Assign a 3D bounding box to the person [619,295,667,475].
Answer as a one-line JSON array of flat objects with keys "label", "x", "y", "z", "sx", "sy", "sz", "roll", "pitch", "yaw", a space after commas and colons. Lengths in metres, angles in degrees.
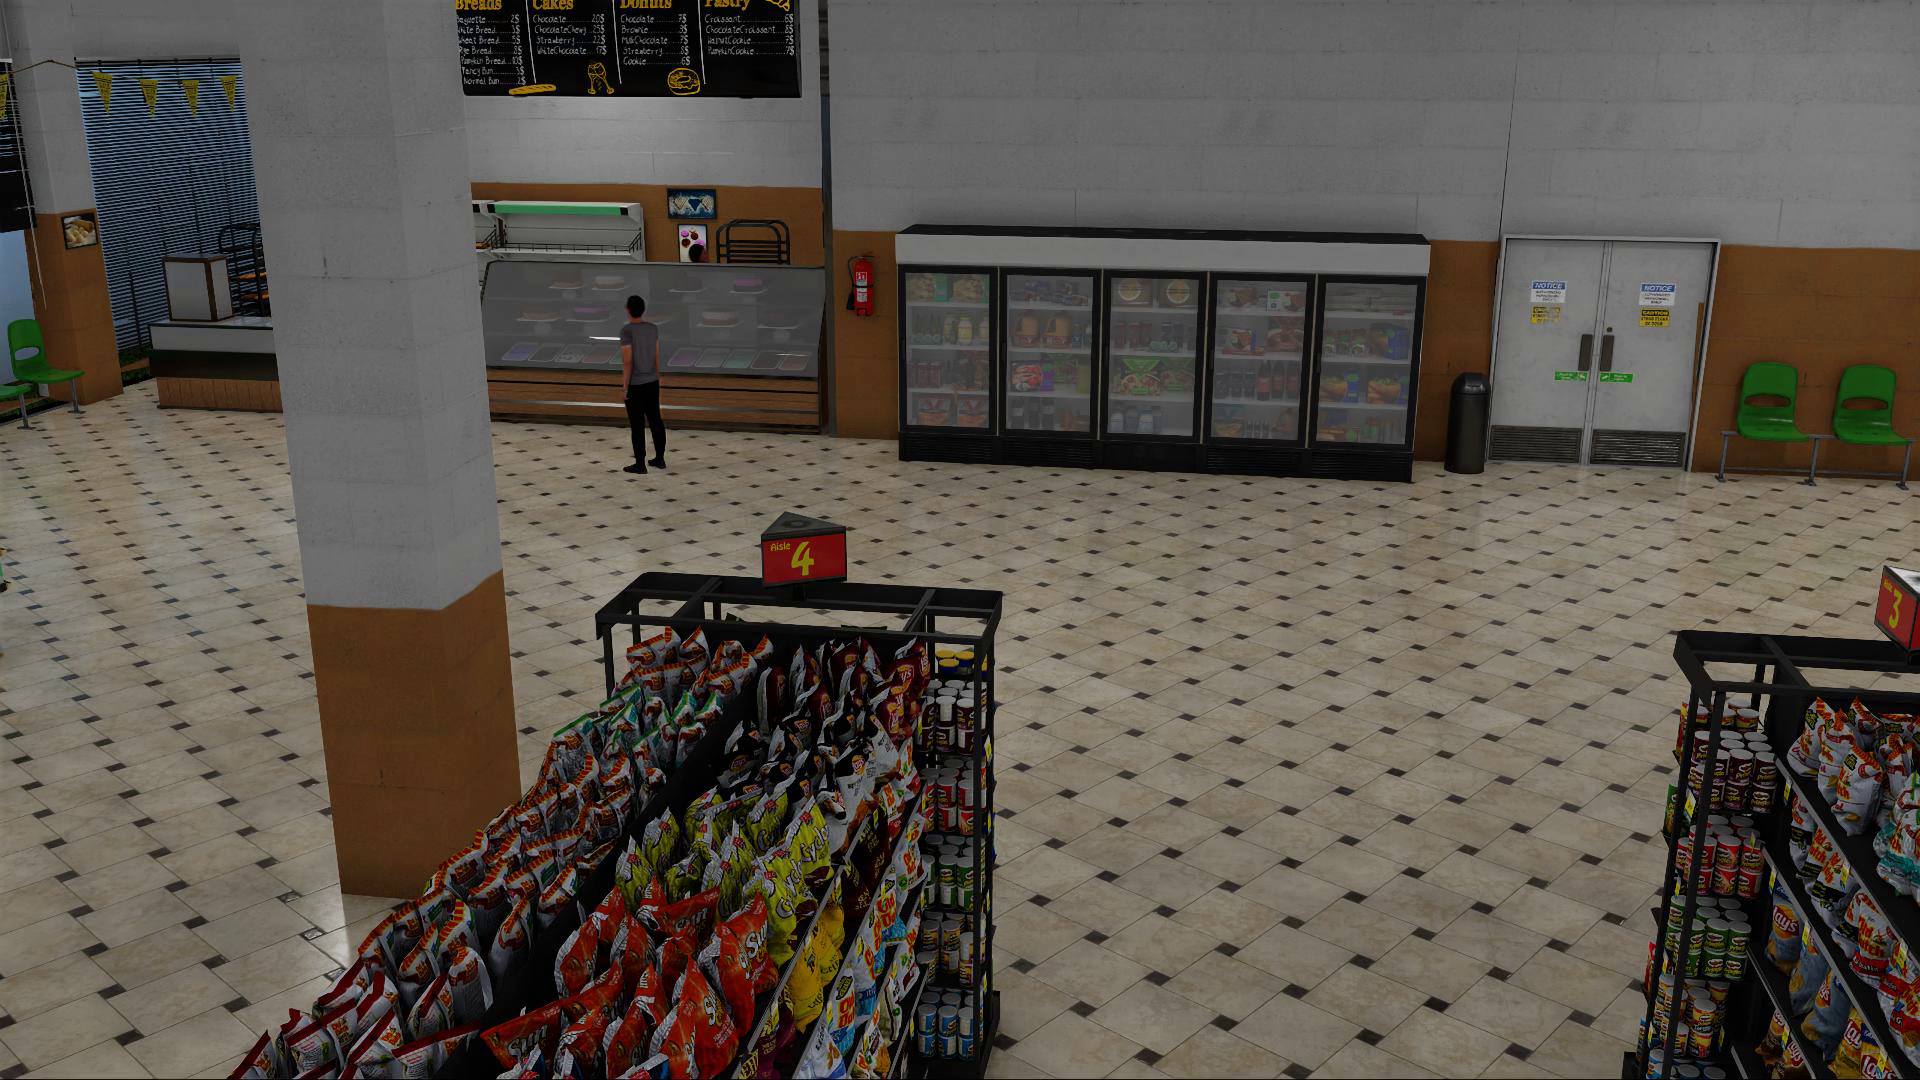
[{"label": "person", "x": -3.152, "y": -1.545, "z": 16.430, "sx": 0.759, "sy": 1.754, "sz": 0.626, "roll": 12, "pitch": 21, "yaw": 35}]
